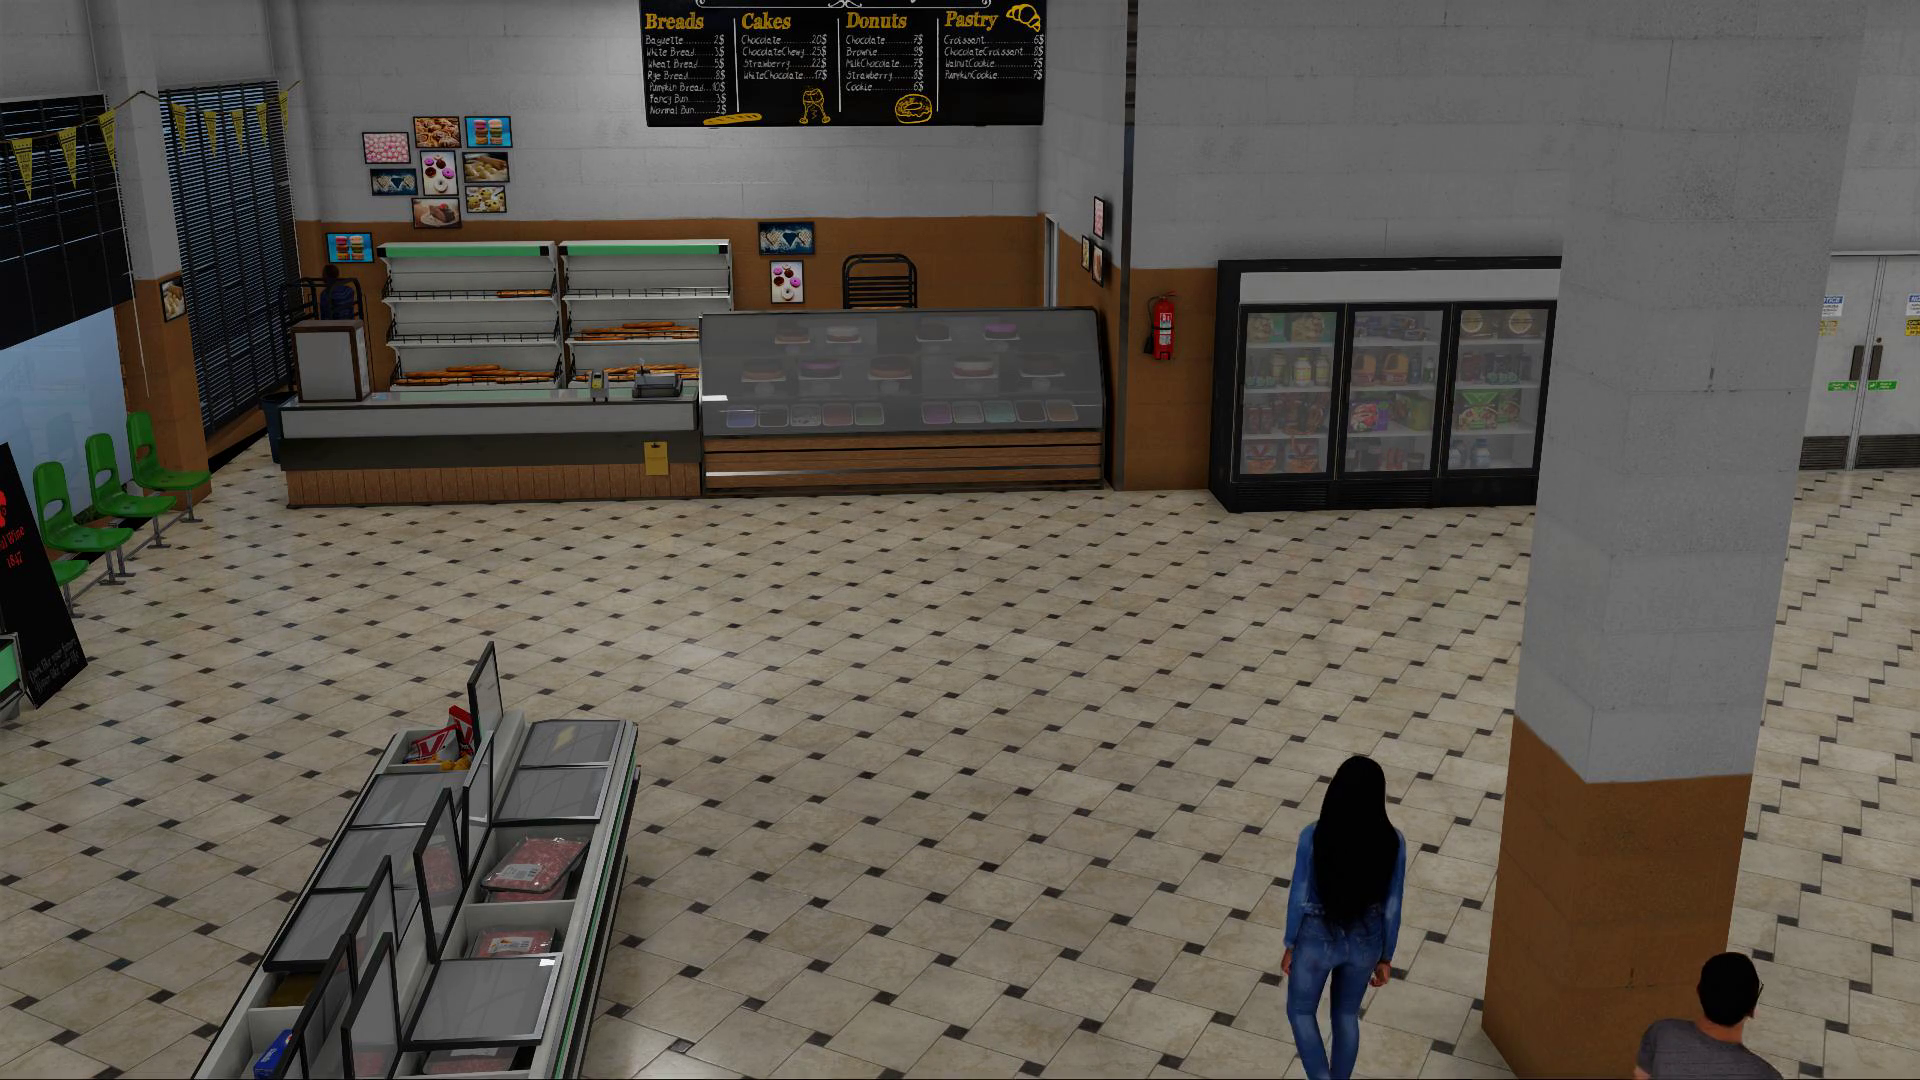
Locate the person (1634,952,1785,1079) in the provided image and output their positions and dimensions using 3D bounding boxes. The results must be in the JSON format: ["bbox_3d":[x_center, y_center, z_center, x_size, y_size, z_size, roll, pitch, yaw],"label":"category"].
[{"bbox_3d":[2.228,2.115,5.156,1.030,1.731,1.020,-14,22,-39],"label":"person"}]

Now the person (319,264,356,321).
[{"bbox_3d":[-7.388,-2.366,19.754,0.836,1.824,0.710,6,18,20],"label":"person"}]

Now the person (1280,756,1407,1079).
[{"bbox_3d":[1.520,1.695,6.606,0.651,1.693,0.857,0,17,1],"label":"person"}]
